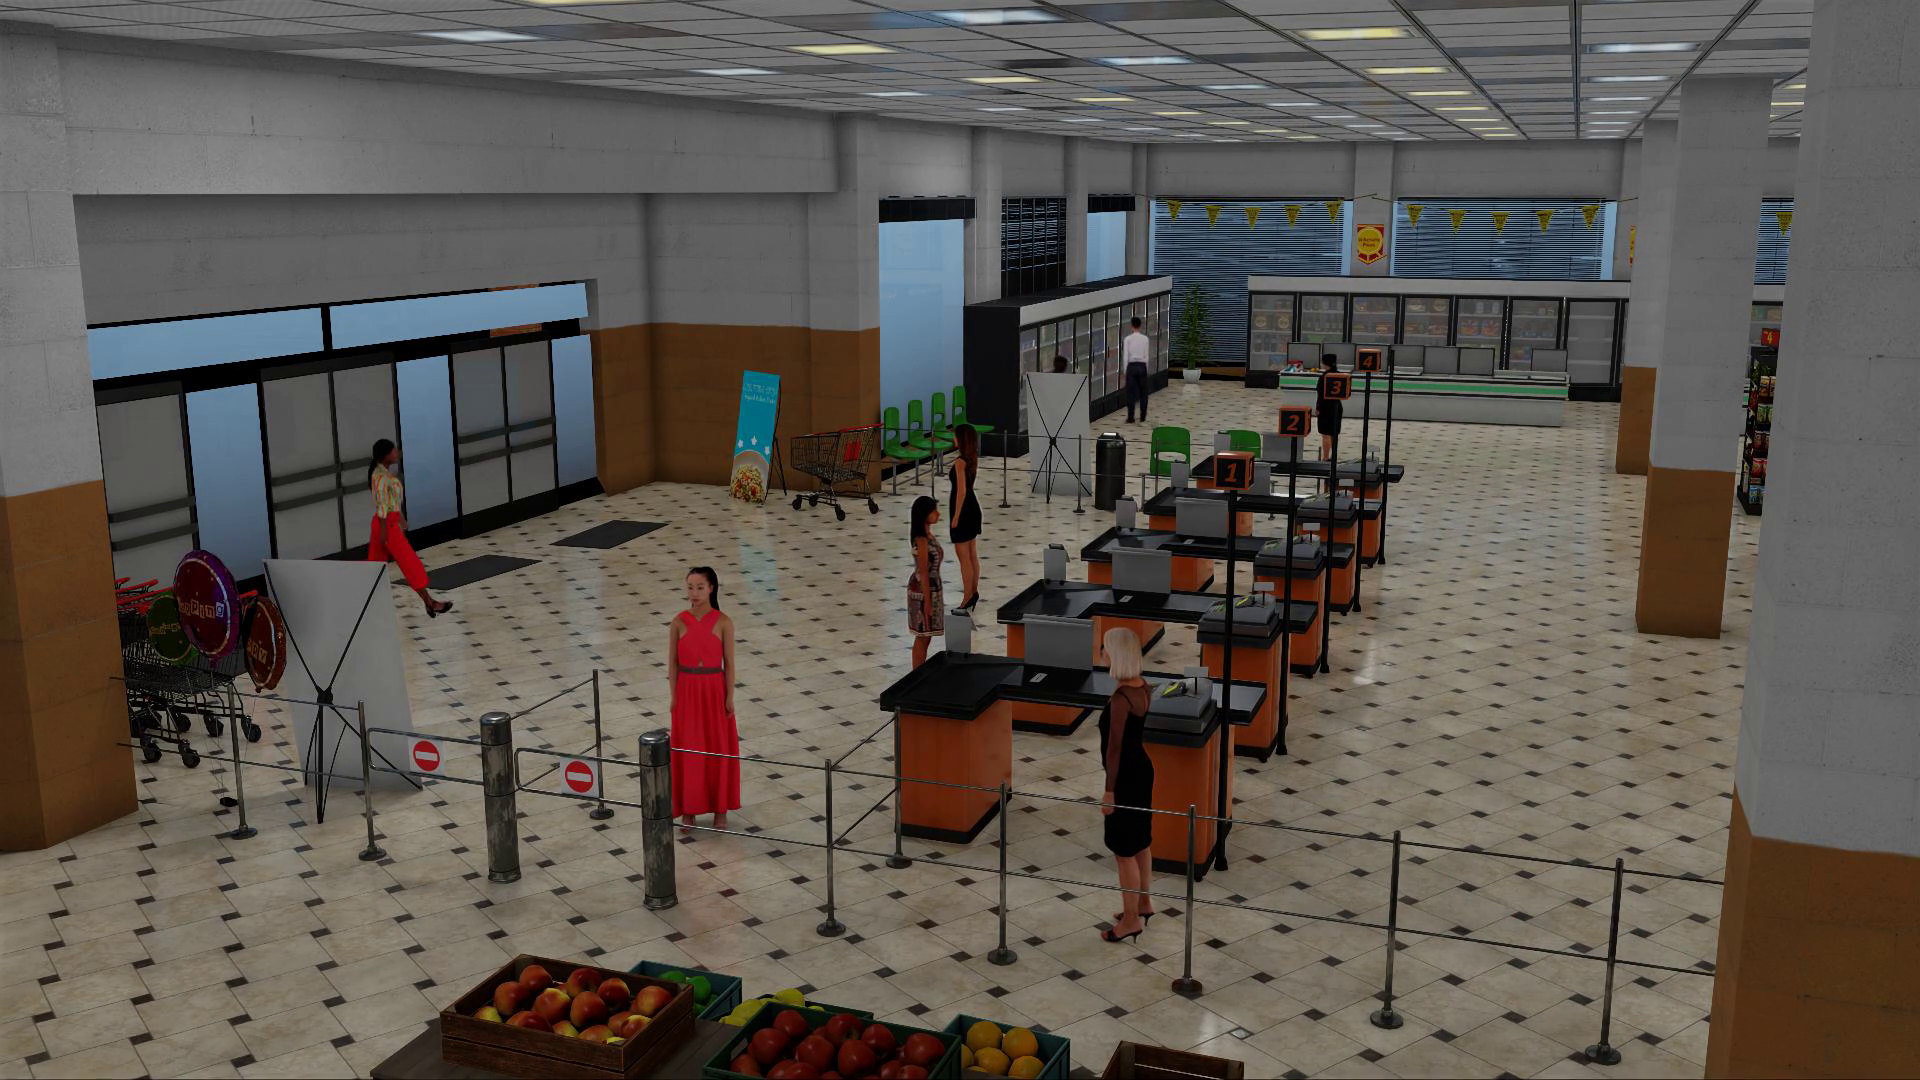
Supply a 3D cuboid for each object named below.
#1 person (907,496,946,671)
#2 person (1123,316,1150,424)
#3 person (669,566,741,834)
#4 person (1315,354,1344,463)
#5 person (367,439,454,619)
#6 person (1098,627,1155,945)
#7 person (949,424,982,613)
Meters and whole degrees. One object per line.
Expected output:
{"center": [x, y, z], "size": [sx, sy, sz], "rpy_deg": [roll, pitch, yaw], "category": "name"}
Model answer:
{"center": [-0.288, 0.453, 13.403], "size": [0.662, 1.645, 0.716], "rpy_deg": [0, 12, -1], "category": "person"}
{"center": [3.097, -2.992, 29.224], "size": [0.680, 1.867, 0.775], "rpy_deg": [-2, 12, -10], "category": "person"}
{"center": [-1.634, 1.011, 10.553], "size": [0.627, 1.727, 0.752], "rpy_deg": [0, 12, -1], "category": "person"}
{"center": [5.461, -1.913, 24.581], "size": [0.797, 1.668, 0.800], "rpy_deg": [-10, 16, -41], "category": "person"}
{"center": [-5.422, -0.029, 15.453], "size": [1.134, 1.742, 1.076], "rpy_deg": [-6, 13, -25], "category": "person"}
{"center": [0.920, 1.322, 9.040], "size": [0.526, 1.742, 0.585], "rpy_deg": [5, 13, 23], "category": "person"}
{"center": [0.045, -0.211, 16.096], "size": [0.507, 1.834, 0.572], "rpy_deg": [4, 13, 19], "category": "person"}
